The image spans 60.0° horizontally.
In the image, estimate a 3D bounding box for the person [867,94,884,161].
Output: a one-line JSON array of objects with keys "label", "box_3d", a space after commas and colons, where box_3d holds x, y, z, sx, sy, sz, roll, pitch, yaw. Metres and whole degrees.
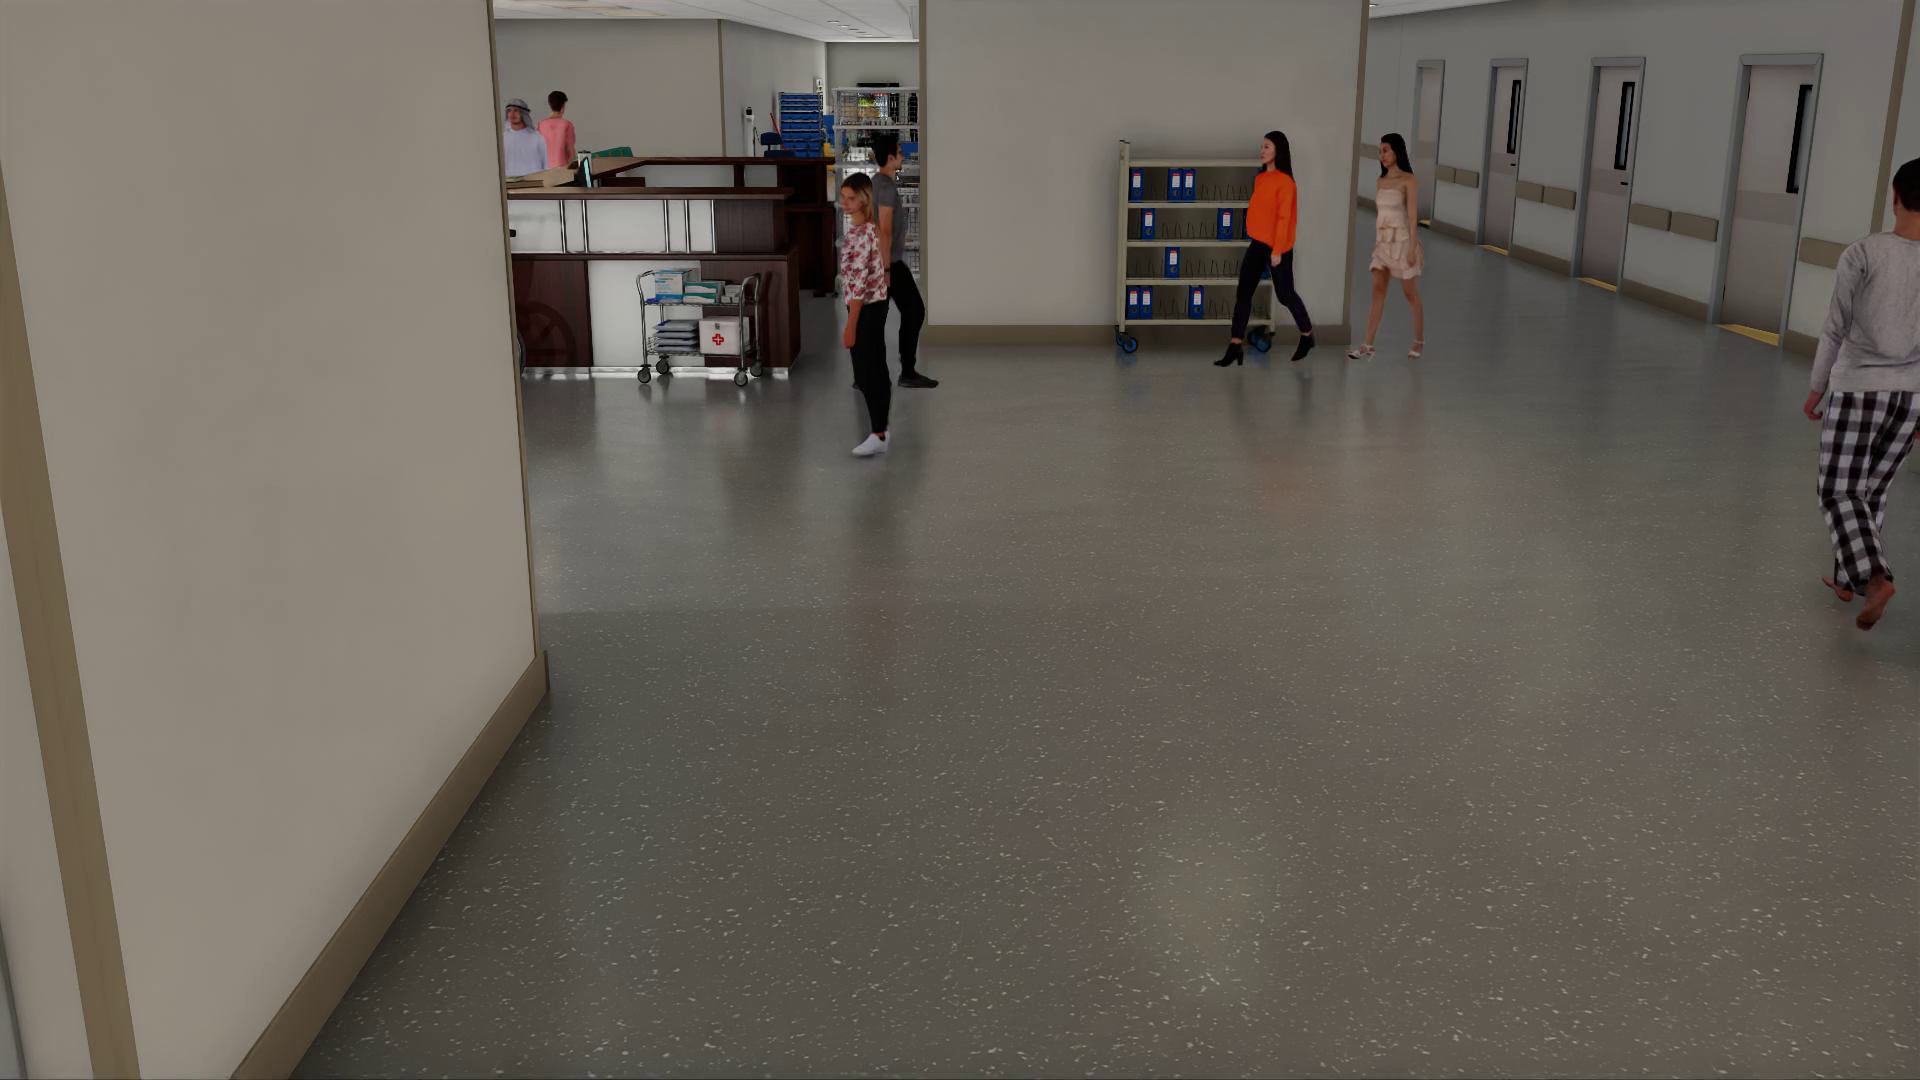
[{"label": "person", "box_3d": [-2.045, -9.657, 39.188, 0.851, 1.645, 0.884, 11, 19, 35]}]

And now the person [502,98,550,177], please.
[{"label": "person", "box_3d": [-4.085, -3.160, 15.701, 1.240, 1.885, 0.878, 2, 16, 7]}]

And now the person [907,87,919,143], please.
[{"label": "person", "box_3d": [-1.385, -12.426, 48.887, 0.679, 1.711, 0.641, 13, 20, 38]}]

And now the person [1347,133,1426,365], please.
[{"label": "person", "box_3d": [3.330, -2.133, 12.441, 1.187, 1.676, 1.038, -11, 19, -33]}]

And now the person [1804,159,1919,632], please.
[{"label": "person", "box_3d": [3.624, -0.538, 6.528, 1.041, 1.815, 0.762, 2, 16, 6]}]

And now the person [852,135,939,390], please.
[{"label": "person", "box_3d": [-0.599, -1.881, 11.445, 0.897, 1.733, 0.783, -6, 17, -22]}]

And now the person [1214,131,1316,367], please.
[{"label": "person", "box_3d": [2.388, -2.127, 12.357, 1.185, 1.712, 0.947, -8, 18, -26]}]

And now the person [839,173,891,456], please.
[{"label": "person", "box_3d": [-0.505, -1.324, 9.694, 0.508, 1.611, 0.795, 4, 16, 15]}]

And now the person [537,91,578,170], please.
[{"label": "person", "box_3d": [-4.617, -4.078, 18.860, 0.735, 1.939, 0.810, 5, 16, 17]}]
